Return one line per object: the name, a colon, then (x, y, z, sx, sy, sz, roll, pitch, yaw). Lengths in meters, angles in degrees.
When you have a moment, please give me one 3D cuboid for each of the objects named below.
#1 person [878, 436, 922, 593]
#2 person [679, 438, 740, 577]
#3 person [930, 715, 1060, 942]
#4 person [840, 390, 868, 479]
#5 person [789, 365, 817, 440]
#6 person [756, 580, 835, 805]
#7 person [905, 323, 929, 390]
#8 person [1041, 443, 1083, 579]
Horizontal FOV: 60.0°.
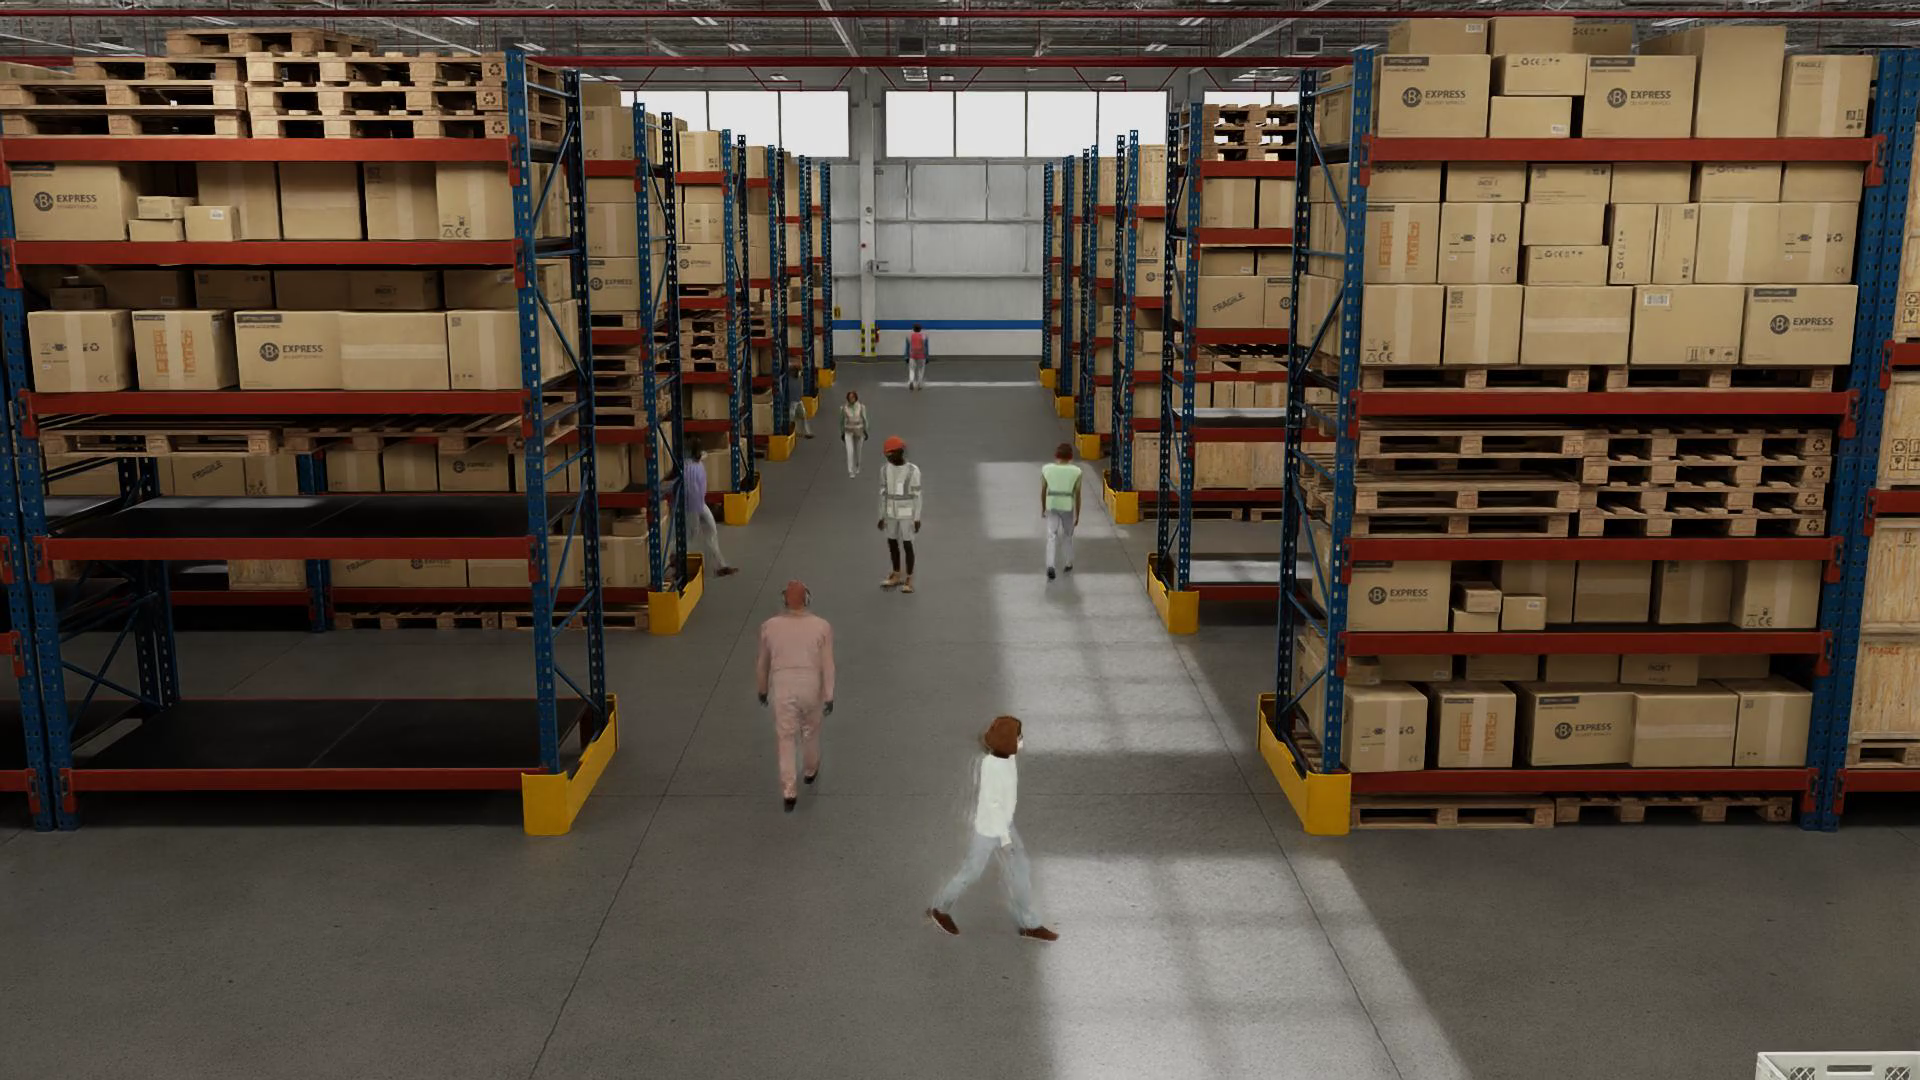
person: (-0.758, -0.331, 21.526, 0.690, 2.011, 0.532, 8, 14, 36)
person: (-3.383, -0.394, 22.075, 0.926, 1.898, 0.644, 2, 12, 10)
person: (0.210, 1.944, 11.282, 0.891, 1.587, 0.496, 5, 13, 25)
person: (-1.960, -1.964, 30.585, 0.515, 1.613, 0.746, -2, 12, -11)
person: (-3.398, -2.897, 35.240, 0.756, 1.599, 0.514, 8, 14, 33)
person: (-1.386, 1.259, 14.027, 0.665, 1.858, 1.013, 0, 11, -1)
person: (-1.141, -4.926, 44.732, 0.639, 1.828, 0.441, 1, 11, 5)
person: (1.353, -0.396, 22.363, 0.574, 1.805, 0.923, 2, 12, 9)
